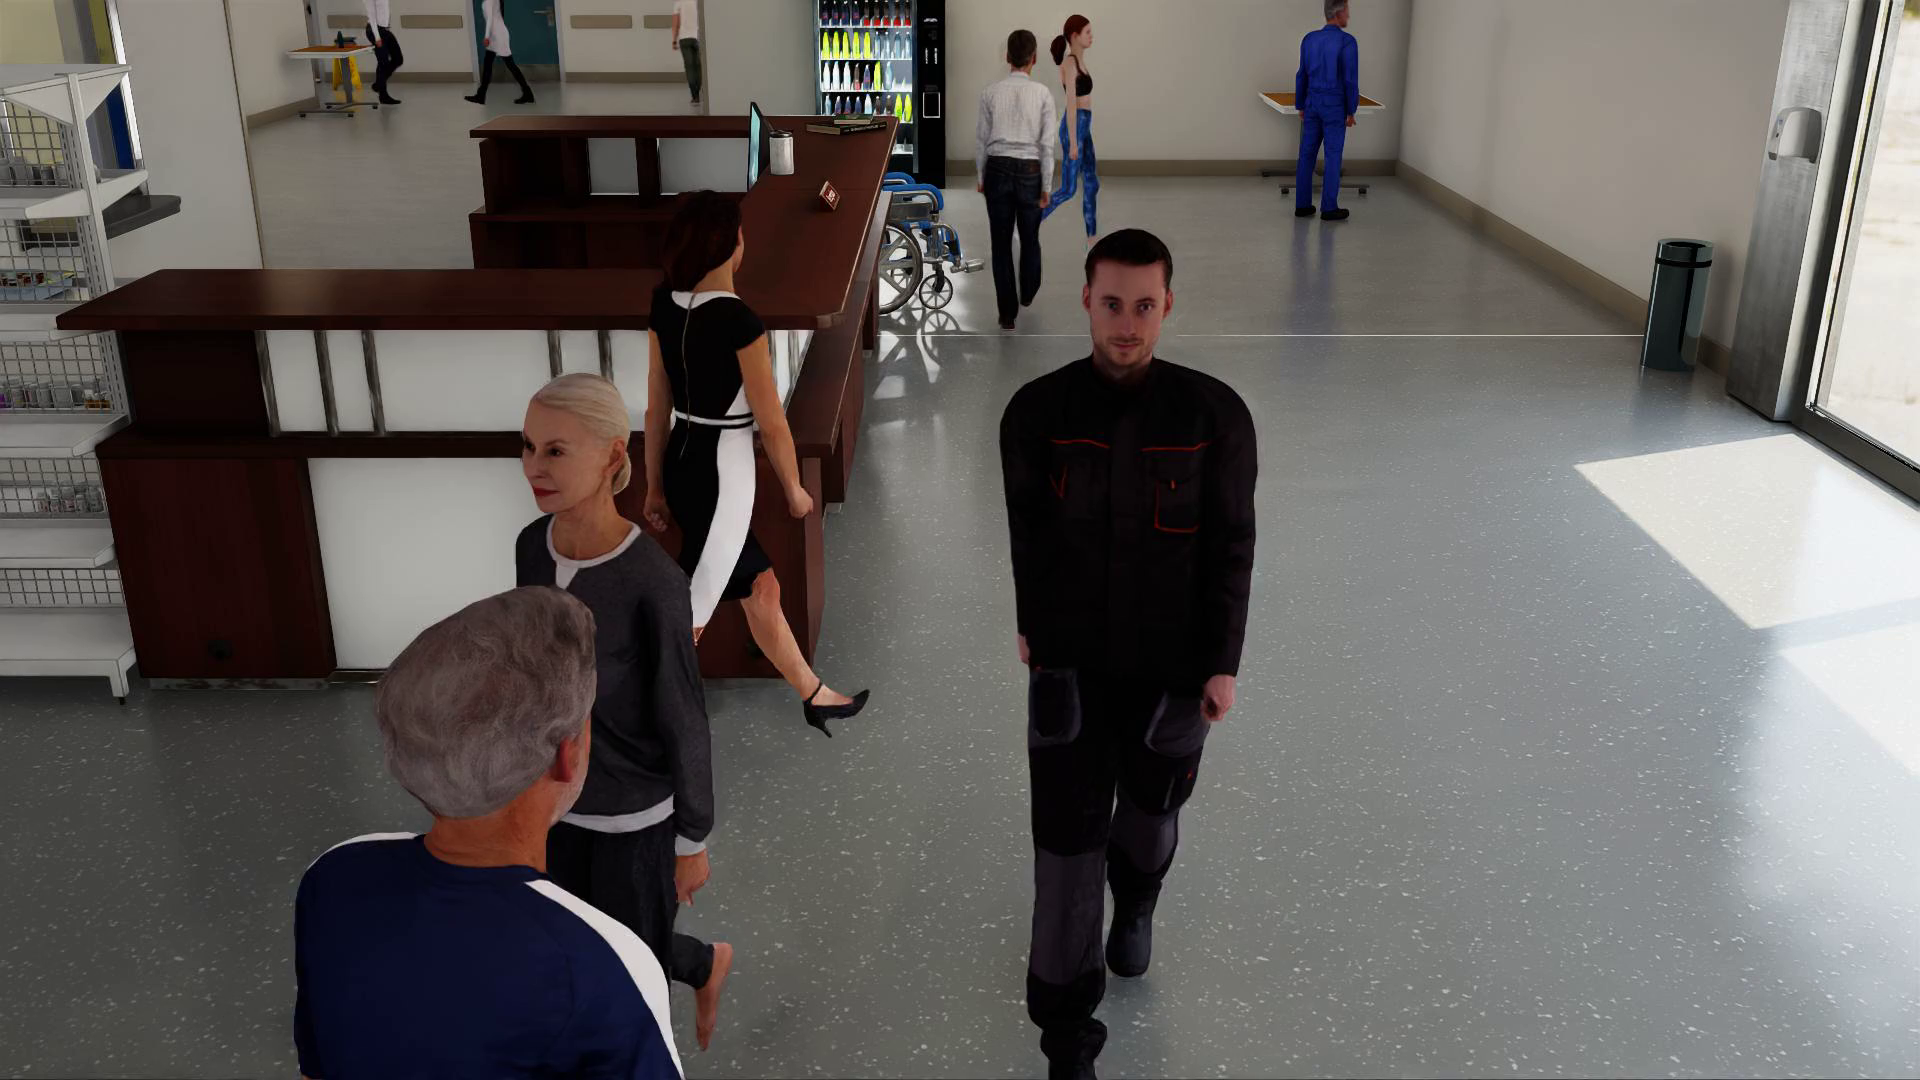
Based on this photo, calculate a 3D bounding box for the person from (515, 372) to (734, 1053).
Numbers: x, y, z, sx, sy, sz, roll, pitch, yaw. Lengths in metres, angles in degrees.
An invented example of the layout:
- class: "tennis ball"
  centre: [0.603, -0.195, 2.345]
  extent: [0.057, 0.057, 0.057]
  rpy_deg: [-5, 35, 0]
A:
- class: "person"
  centre: [-0.647, 0.486, 3.313]
  extent: [0.944, 1.713, 0.953]
  rpy_deg: [13, 24, 31]

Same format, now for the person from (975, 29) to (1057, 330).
- class: "person"
  centre: [0.328, -2.183, 10.286]
  extent: [1.101, 1.766, 0.733]
  rpy_deg: [1, 21, 2]

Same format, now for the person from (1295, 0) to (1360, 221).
- class: "person"
  centre: [3.101, -3.665, 14.114]
  extent: [0.834, 1.825, 0.780]
  rpy_deg: [-19, 28, -40]

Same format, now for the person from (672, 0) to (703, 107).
- class: "person"
  centre: [-3.587, -6.658, 22.284]
  extent: [0.967, 1.636, 0.879]
  rpy_deg: [-9, 22, -22]

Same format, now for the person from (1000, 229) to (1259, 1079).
- class: "person"
  centre: [0.364, 0.256, 3.705]
  extent: [1.149, 1.866, 0.812]
  rpy_deg: [2, 21, 5]

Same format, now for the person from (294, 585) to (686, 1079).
- class: "person"
  centre: [-0.589, 0.968, 1.921]
  extent: [1.029, 1.797, 0.998]
  rpy_deg: [11, 23, 26]

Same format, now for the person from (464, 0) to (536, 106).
- class: "person"
  centre: [-6.024, -6.616, 22.018]
  extent: [1.214, 1.745, 0.886]
  rpy_deg: [-5, 21, -13]

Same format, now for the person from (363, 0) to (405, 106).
- class: "person"
  centre: [-7.891, -6.814, 22.393]
  extent: [0.730, 1.849, 0.674]
  rpy_deg: [3, 21, 7]

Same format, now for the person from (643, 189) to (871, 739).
- class: "person"
  centre: [-0.754, -0.020, 4.611]
  extent: [1.186, 1.739, 1.072]
  rpy_deg: [-17, 27, -38]

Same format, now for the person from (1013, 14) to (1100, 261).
- class: "person"
  centre: [0.781, -2.928, 12.246]
  extent: [1.085, 1.769, 0.728]
  rpy_deg: [5, 21, 13]
